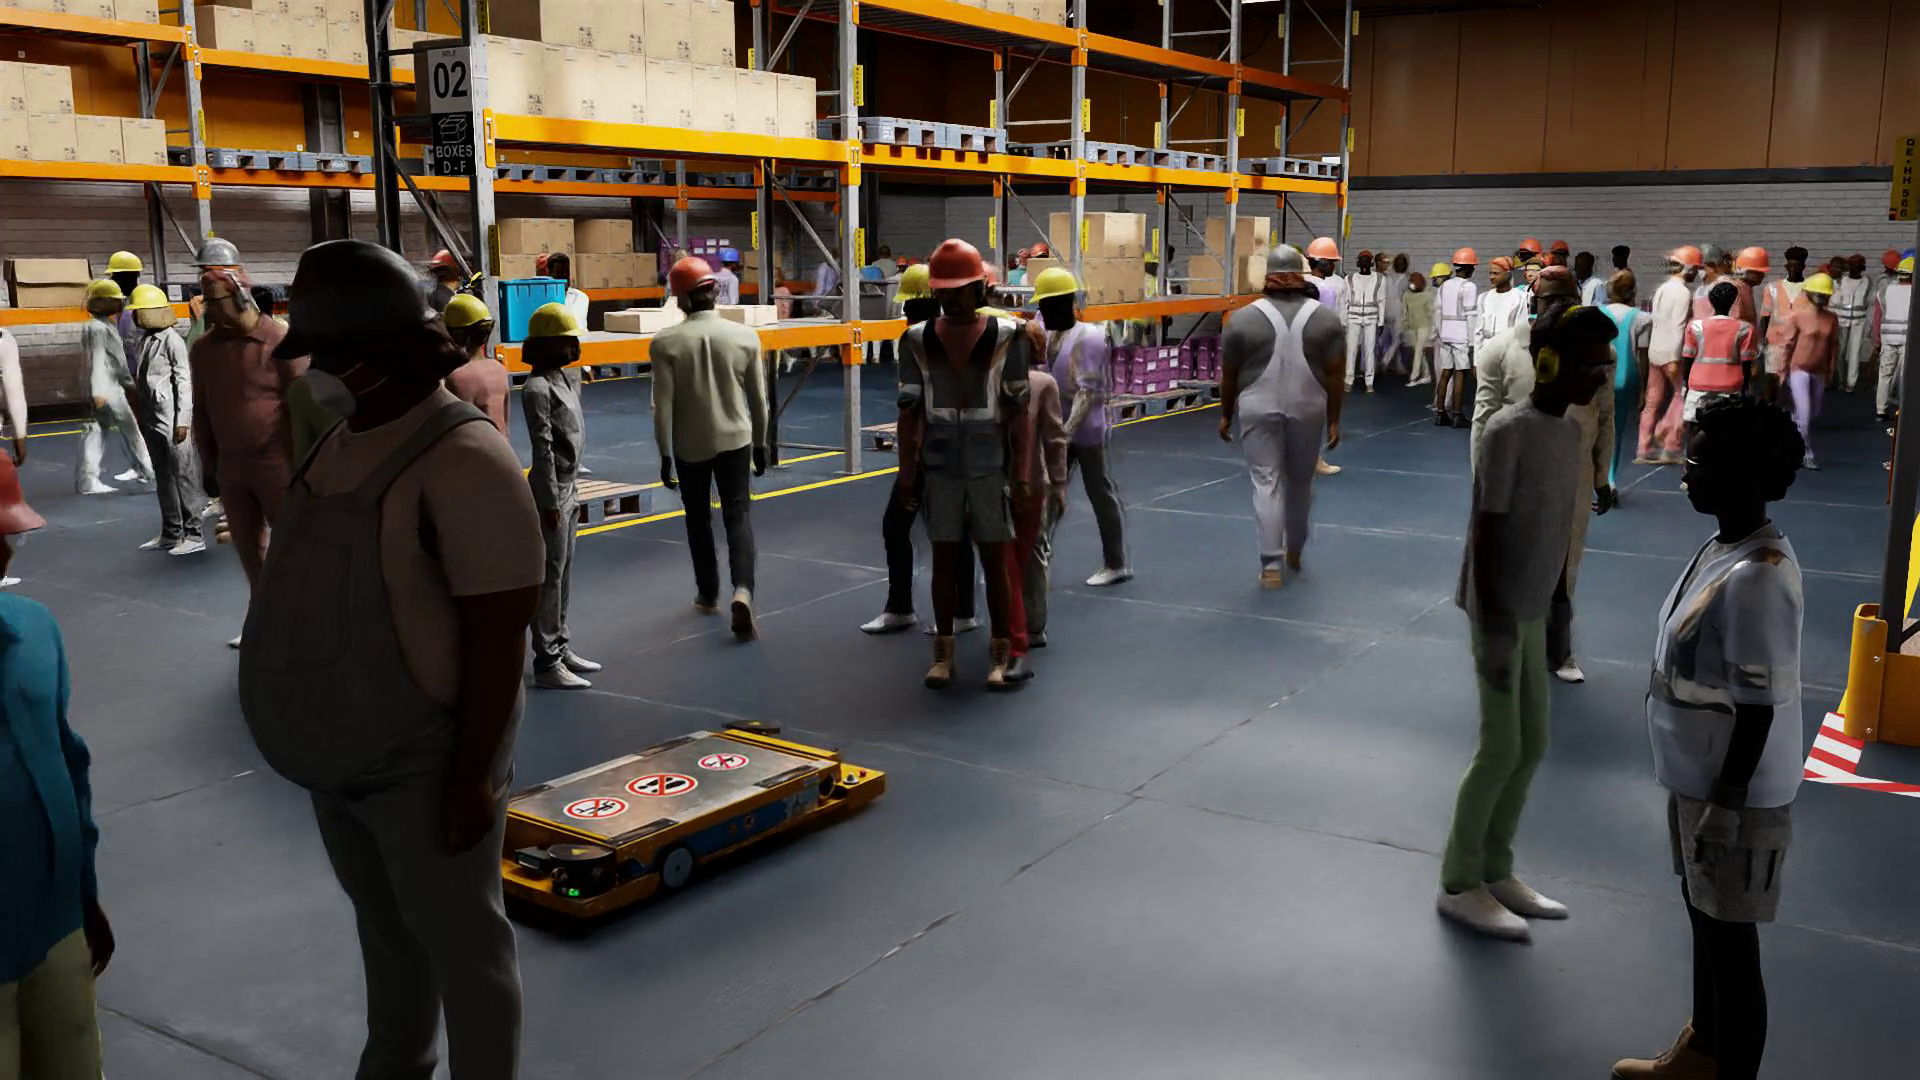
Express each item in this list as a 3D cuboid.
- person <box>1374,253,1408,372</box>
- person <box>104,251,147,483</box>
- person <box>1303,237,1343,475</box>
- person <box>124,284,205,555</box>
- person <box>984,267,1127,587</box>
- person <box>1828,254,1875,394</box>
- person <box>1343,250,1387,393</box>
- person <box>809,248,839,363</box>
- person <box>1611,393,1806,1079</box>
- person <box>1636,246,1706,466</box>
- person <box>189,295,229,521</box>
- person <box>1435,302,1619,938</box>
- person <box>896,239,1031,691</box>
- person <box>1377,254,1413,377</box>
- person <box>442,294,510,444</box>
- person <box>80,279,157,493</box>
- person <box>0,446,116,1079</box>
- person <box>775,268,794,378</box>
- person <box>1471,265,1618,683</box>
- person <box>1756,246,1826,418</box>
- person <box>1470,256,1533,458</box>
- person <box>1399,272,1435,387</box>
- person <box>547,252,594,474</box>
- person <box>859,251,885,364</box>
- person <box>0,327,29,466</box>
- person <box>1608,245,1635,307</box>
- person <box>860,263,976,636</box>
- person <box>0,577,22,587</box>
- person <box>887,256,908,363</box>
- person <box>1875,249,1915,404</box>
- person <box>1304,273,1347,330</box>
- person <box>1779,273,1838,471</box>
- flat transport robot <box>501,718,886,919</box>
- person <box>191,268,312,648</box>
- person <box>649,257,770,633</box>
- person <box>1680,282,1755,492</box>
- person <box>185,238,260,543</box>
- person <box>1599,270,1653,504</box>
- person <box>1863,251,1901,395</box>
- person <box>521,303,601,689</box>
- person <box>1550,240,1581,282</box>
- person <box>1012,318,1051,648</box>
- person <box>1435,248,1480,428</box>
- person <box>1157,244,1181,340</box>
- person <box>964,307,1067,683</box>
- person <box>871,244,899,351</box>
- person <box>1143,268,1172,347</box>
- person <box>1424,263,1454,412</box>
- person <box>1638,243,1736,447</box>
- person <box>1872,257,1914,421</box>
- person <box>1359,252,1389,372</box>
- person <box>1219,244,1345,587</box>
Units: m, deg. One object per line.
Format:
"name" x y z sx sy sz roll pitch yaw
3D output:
"person" 6.580 -3.460 25.413 0.595 1.814 0.531 2 11 13
"person" -6.893 -1.439 13.916 0.592 1.926 0.366 6 12 32
"person" 3.093 -1.582 14.387 0.383 2.041 0.616 -4 11 -19
"person" -5.150 -0.772 10.739 0.490 1.741 0.323 7 12 34
"person" 0.597 -0.616 9.534 1.004 1.856 0.581 -7 12 -34
"person" 11.931 -2.904 22.300 0.592 1.846 0.965 5 11 27
"person" 5.343 -2.887 22.068 0.576 1.883 0.354 2 11 13
"person" -2.262 -3.847 27.369 0.529 1.898 0.666 3 11 19
"person" 1.676 0.525 3.679 0.318 1.697 0.535 3 11 15
"person" 6.436 -1.645 14.954 0.604 1.958 0.630 0 10 -3
"person" -5.385 -0.952 12.033 0.500 1.633 0.289 7 12 33
"person" 1.660 0.237 4.851 0.404 1.849 0.545 9 14 42
"person" 0.009 -0.325 7.483 0.613 2.028 0.409 2 10 10
"person" 6.442 -3.304 24.575 0.858 1.819 0.518 -9 14 -42
"person" -2.325 -0.292 8.009 0.331 1.768 0.526 2 10 10
"person" -6.678 -1.215 13.296 0.848 1.708 0.492 -4 11 -22
"person" -1.713 0.655 2.846 0.567 1.733 0.574 1 10 7
"person" -2.670 -3.186 24.456 0.513 1.612 0.621 9 14 41
"person" 2.672 -0.291 7.616 0.651 1.907 0.409 1 10 3
"person" 8.570 -2.047 17.180 0.614 1.962 0.366 7 12 32
"person" 4.957 -1.643 15.214 0.374 1.877 0.581 -8 13 -36
"person" 6.405 -2.939 23.206 0.765 1.600 0.512 -8 13 -37
"person" -3.429 -1.497 14.265 0.386 1.918 0.590 10 14 44
"person" -1.536 -3.819 27.342 0.621 1.845 0.429 -8 13 -38
"person" -5.666 -0.614 9.494 0.617 1.871 1.064 -4 11 -21
"person" 9.671 -3.333 24.347 0.374 1.956 0.602 3 11 17
"person" -0.206 -0.427 8.393 0.721 1.904 0.589 -7 13 -36
"person" -5.895 -0.635 9.548 0.649 1.904 0.591 -5 11 -26
"person" -0.956 -3.805 27.511 0.575 1.749 0.336 -3 11 -16
"person" 11.682 -2.626 20.589 0.659 1.912 0.404 -8 13 -36
"person" 4.191 -2.437 19.505 0.641 1.908 0.408 -2 10 -12
"person" 7.542 -1.518 14.876 0.538 1.738 0.731 -2 10 -12
"flat transport robot" -0.947 0.891 5.597 0.652 0.197 1.431 7 13 35
"person" -3.456 -0.386 8.200 0.672 1.888 0.449 3 11 16
"person" -1.283 -0.502 8.692 0.627 1.949 0.982 -3 11 -14
"person" 6.056 -1.213 13.329 0.536 1.693 0.319 4 11 22
"person" -4.935 -1.003 11.190 0.536 2.000 0.683 -4 11 -22
"person" 5.067 -1.188 12.892 0.507 1.809 0.943 3 11 14
"person" 12.107 -2.843 21.856 0.361 1.889 0.584 3 11 18
"person" -1.822 -0.202 7.574 0.295 1.744 0.485 0 10 -2
"person" 8.654 -3.300 23.991 0.671 2.021 0.428 5 12 28
"person" 0.326 -0.281 8.294 0.311 1.642 0.514 1 10 7
"person" 5.392 -2.175 17.966 0.376 1.936 0.549 -4 11 -23
"person" 3.634 -4.199 29.183 0.508 1.964 0.631 -8 13 -39
"person" 0.228 -0.207 7.696 0.517 1.710 0.796 -2 10 -12
"person" -1.376 -4.435 30.488 0.636 1.938 0.358 -3 11 -15
"person" 2.822 -3.315 24.690 0.630 1.797 0.891 -2 10 -10
"person" 5.714 -2.400 19.723 0.378 1.757 0.546 1 10 7
"person" 7.160 -1.871 15.997 1.030 2.000 0.695 -1 10 -8
"person" 10.468 -2.217 18.488 0.404 1.834 0.591 -8 13 -38
"person" 6.392 -3.486 25.534 0.504 1.835 0.355 -9 14 -42
"person" 1.904 -0.782 9.966 0.703 2.000 0.977 1 10 3
